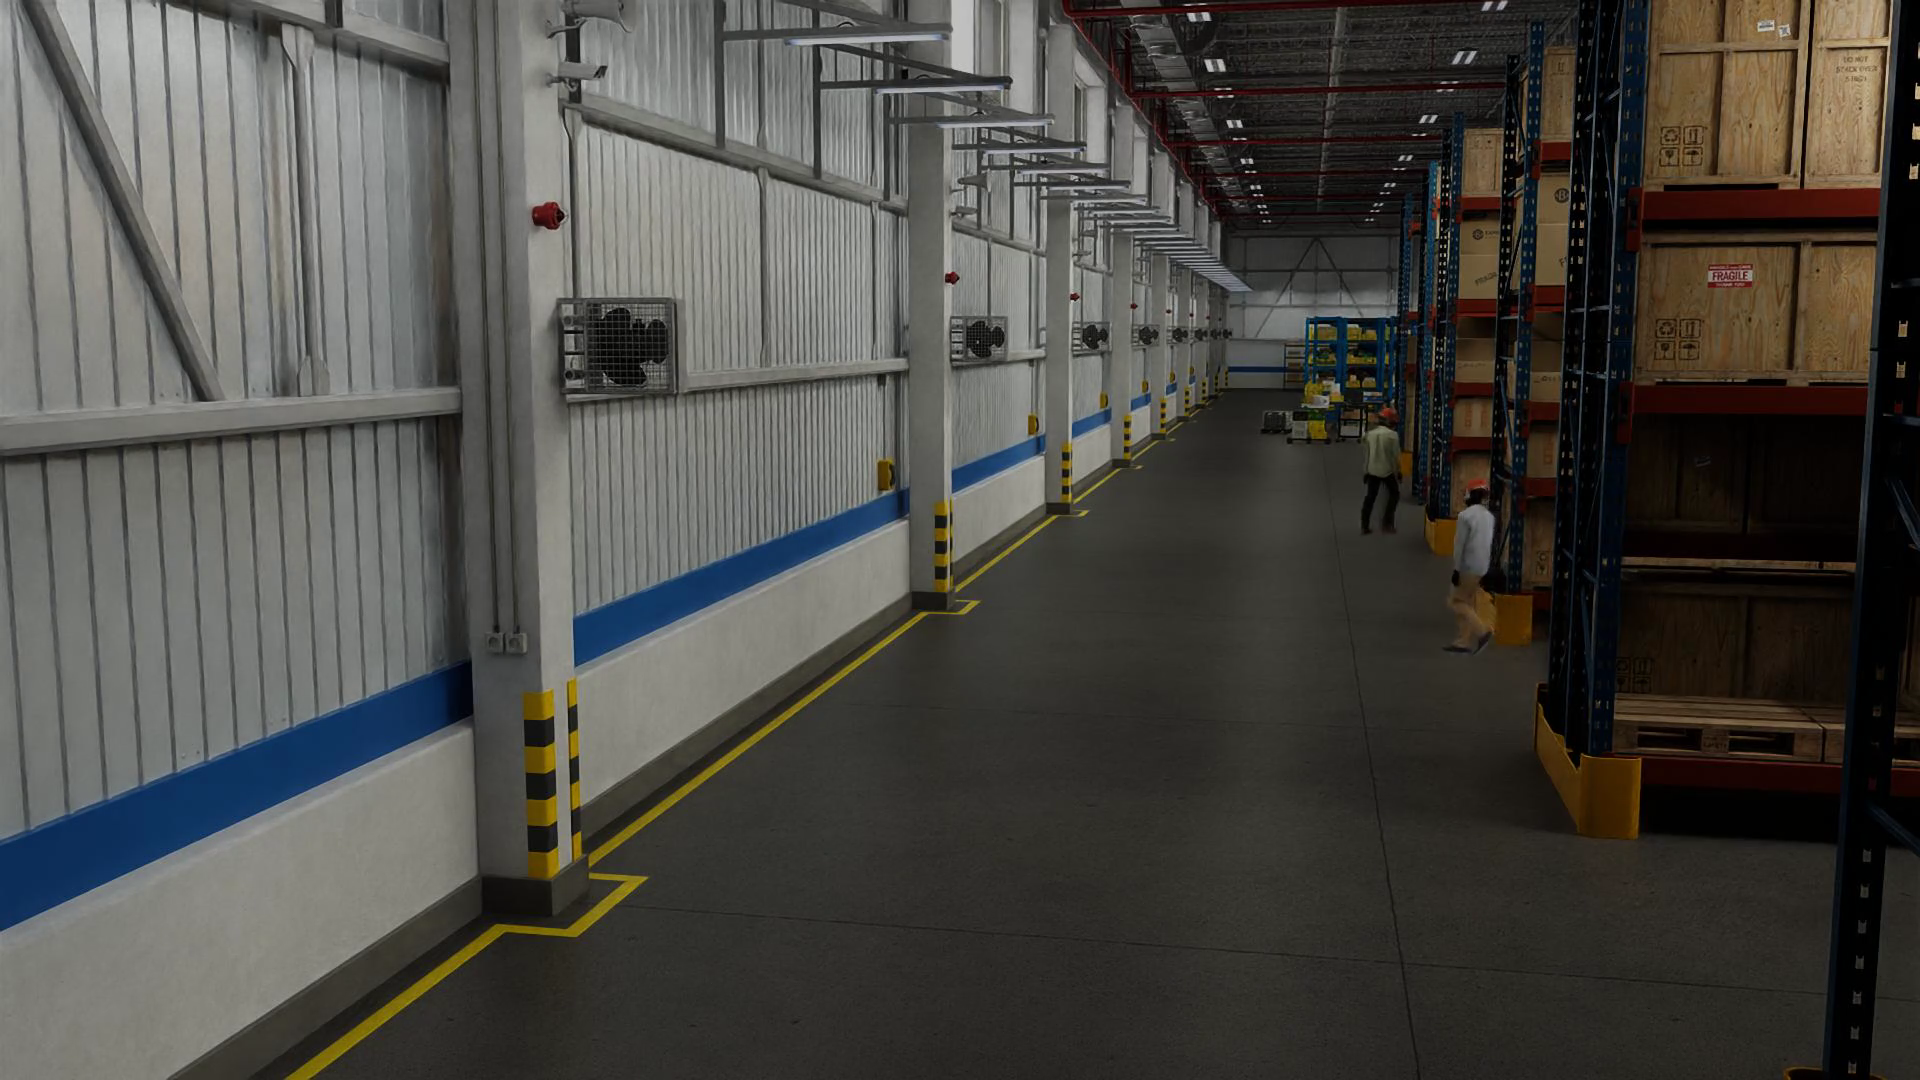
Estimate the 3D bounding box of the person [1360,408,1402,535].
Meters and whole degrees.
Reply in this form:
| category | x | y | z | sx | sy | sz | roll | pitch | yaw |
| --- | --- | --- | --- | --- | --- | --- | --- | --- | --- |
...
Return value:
| category | x | y | z | sx | sy | sz | roll | pitch | yaw |
| --- | --- | --- | --- | --- | --- | --- | --- | --- | --- |
| person | 6.461 | -1.035 | 25.381 | 0.716 | 1.946 | 0.648 | -5 | 9 | -33 |

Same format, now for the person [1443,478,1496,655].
| category | x | y | z | sx | sy | sz | roll | pitch | yaw |
| --- | --- | --- | --- | --- | --- | --- | --- | --- | --- |
| person | 4.930 | 0.266 | 15.917 | 0.597 | 1.707 | 0.493 | -7 | 10 | -44 |
